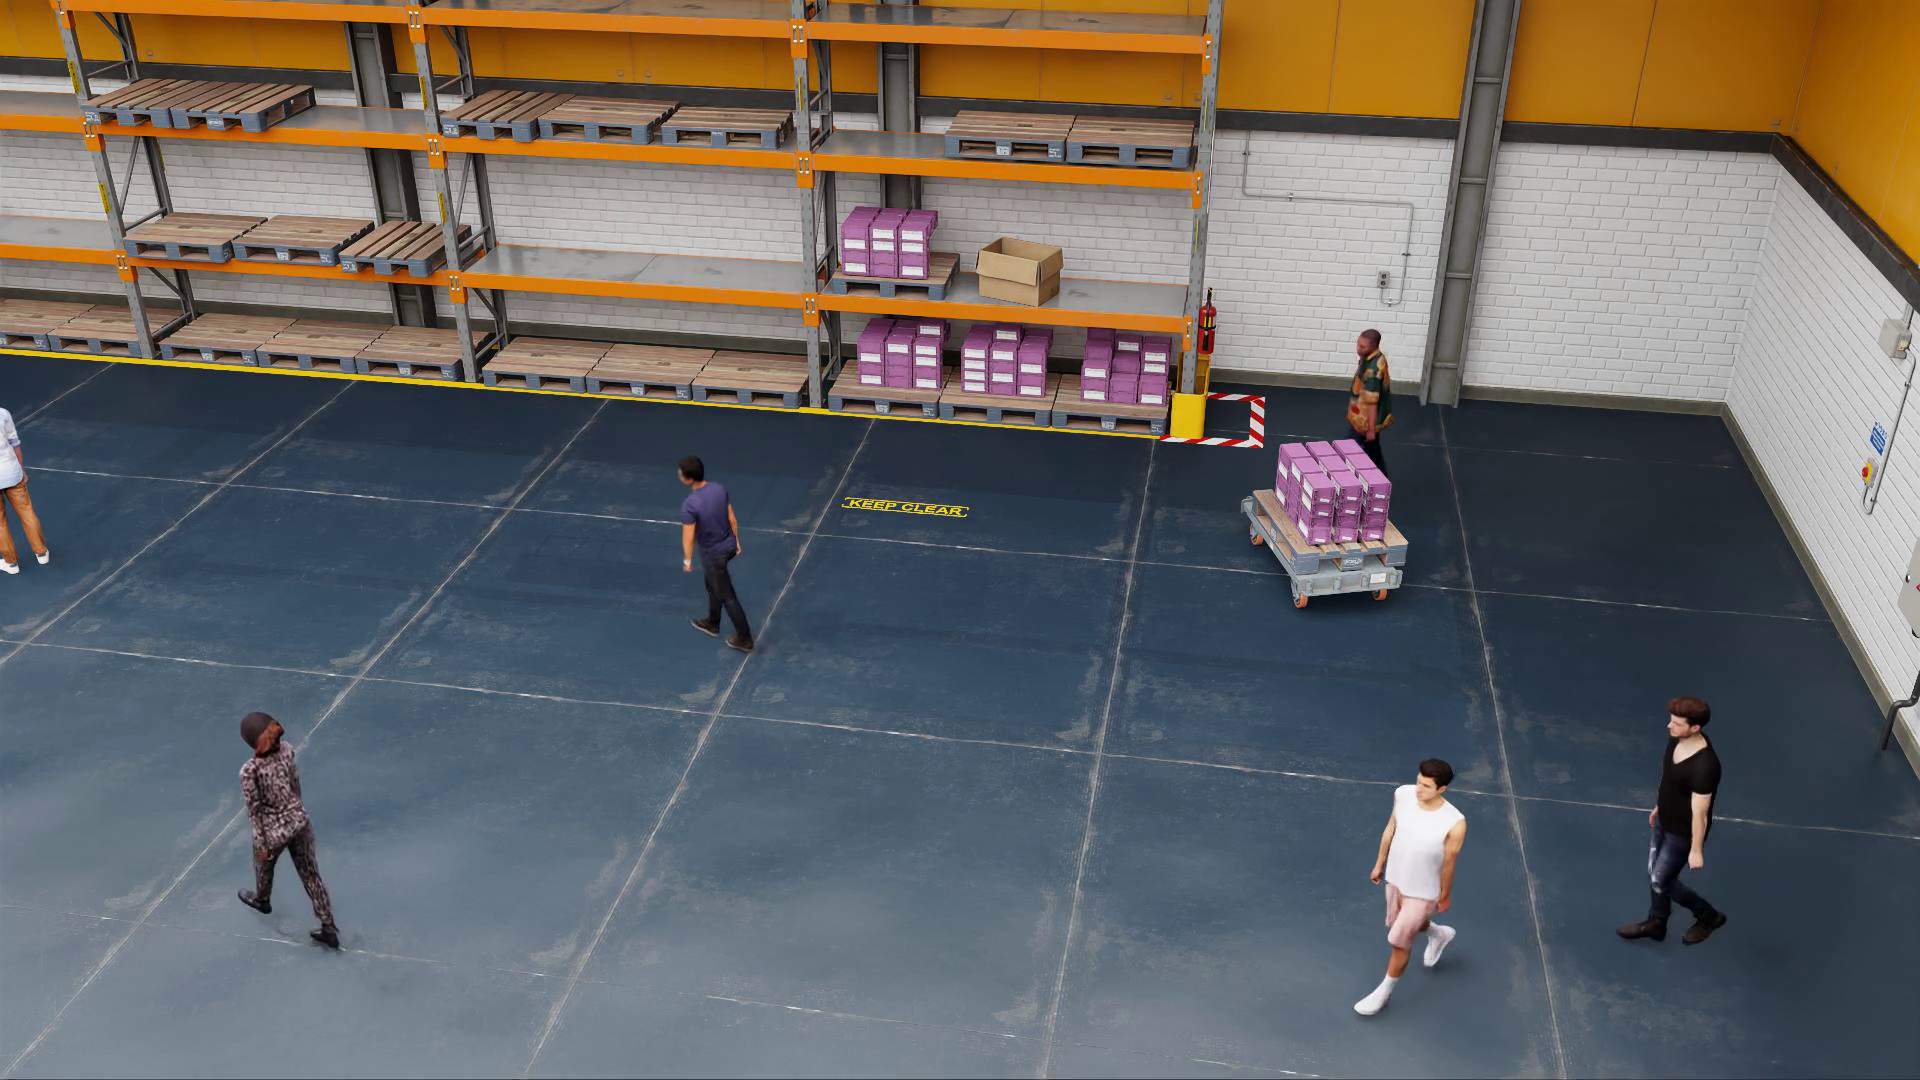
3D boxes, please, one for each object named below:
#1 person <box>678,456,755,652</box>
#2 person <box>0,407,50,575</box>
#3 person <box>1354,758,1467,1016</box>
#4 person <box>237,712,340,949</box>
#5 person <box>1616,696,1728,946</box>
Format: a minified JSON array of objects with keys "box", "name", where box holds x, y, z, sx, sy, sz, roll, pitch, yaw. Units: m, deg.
[{"box":[-1.909,0.124,13.423,0.978,1.747,0.844,20,35,32],"name":"person"},{"box":[-8.467,-0.576,14.623,0.769,1.827,0.789,-24,37,-37],"name":"person"},{"box":[2.781,2.010,9.950,1.173,1.763,1.073,-17,33,-28],"name":"person"},{"box":[-4.150,1.845,10.343,1.155,1.675,0.878,17,33,28],"name":"person"},{"box":[4.561,1.767,10.288,0.915,1.866,0.725,2,29,4],"name":"person"}]
